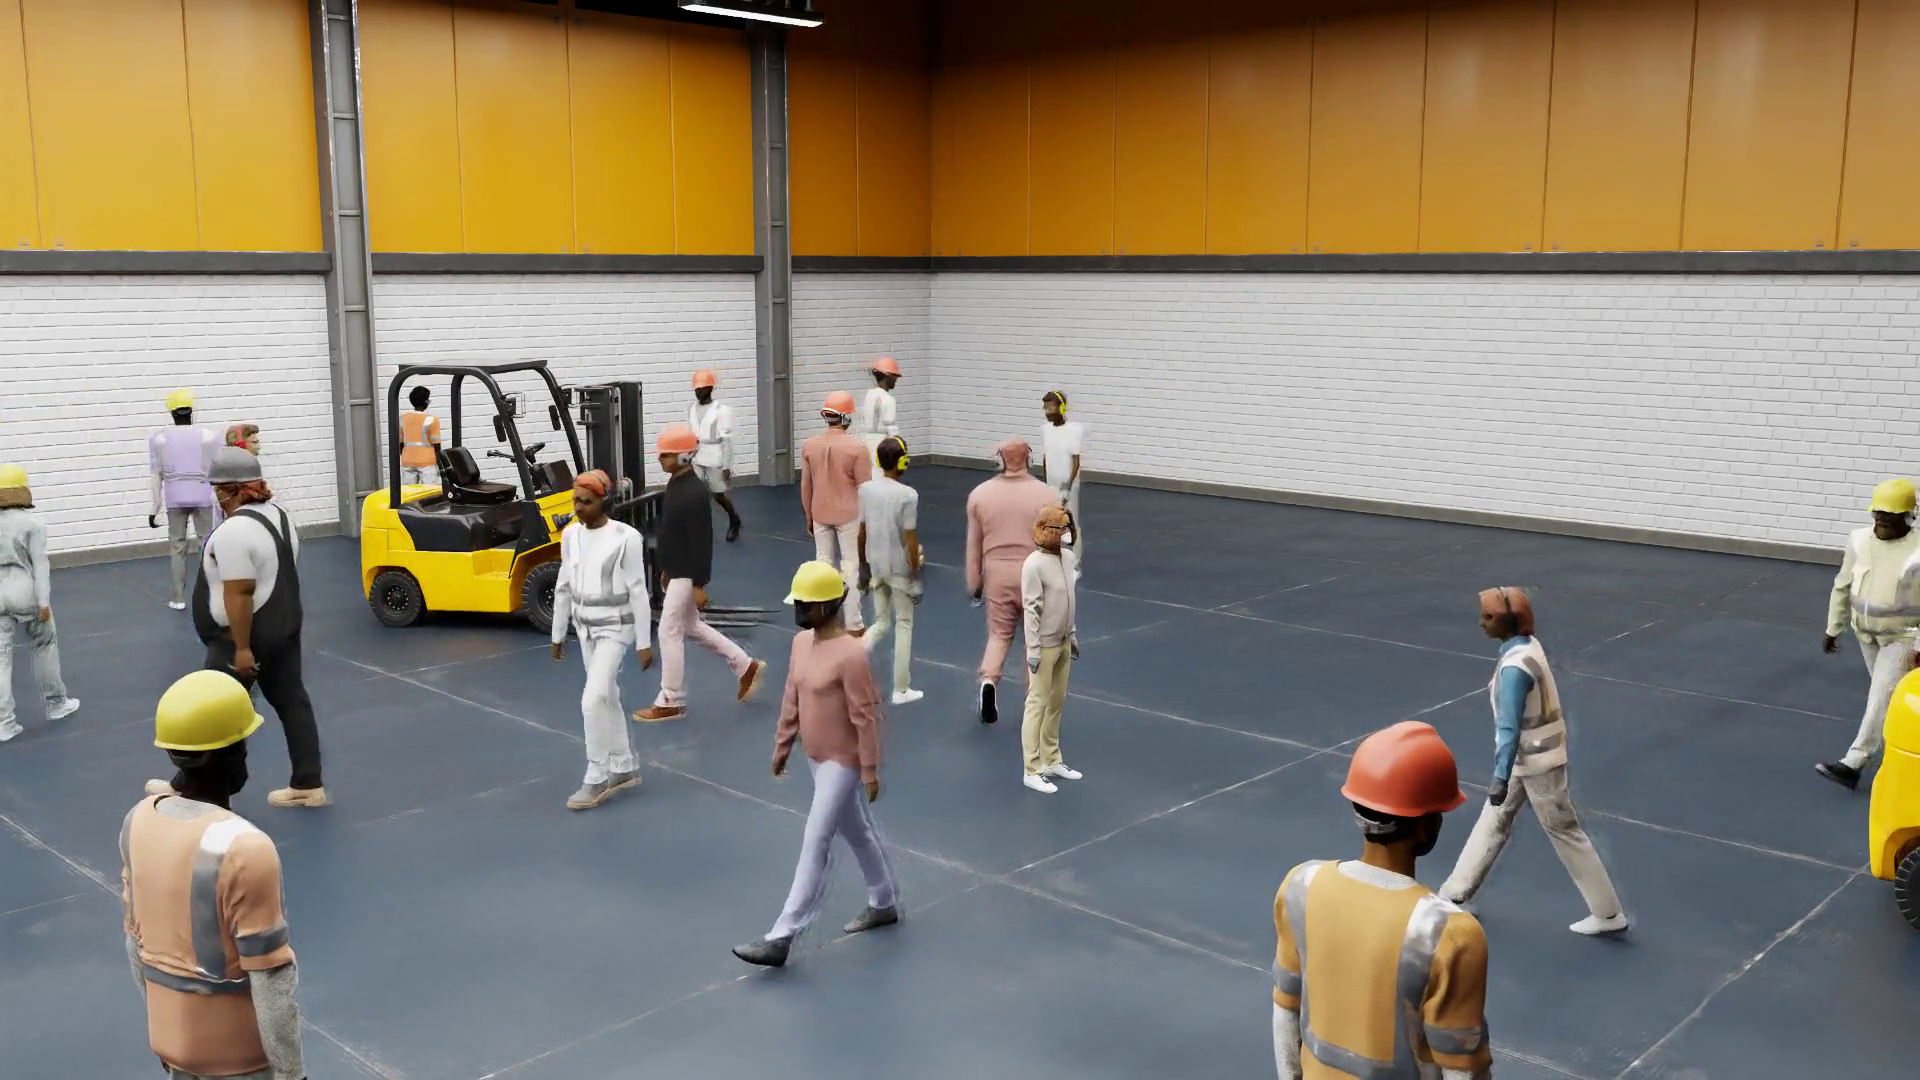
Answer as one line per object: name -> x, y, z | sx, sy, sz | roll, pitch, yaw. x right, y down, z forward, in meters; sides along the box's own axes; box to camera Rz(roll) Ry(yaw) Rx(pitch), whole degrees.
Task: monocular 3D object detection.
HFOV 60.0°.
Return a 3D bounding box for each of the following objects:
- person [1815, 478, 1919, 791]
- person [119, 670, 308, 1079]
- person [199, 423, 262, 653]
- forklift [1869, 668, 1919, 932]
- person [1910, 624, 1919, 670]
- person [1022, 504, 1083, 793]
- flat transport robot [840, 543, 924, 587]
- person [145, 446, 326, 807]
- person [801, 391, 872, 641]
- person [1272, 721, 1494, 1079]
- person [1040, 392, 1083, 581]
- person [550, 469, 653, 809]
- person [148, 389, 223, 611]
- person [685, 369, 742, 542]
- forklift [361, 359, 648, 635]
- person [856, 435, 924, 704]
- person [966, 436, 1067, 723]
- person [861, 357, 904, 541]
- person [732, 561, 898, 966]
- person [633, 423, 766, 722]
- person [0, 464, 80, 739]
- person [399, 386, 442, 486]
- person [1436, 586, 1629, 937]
person -> 5.284, 0.527, 9.488 | 0.979, 1.777, 0.627 | -4, 10, -23
person -> -1.920, 1.287, 4.356 | 0.594, 1.930, 0.353 | 6, 11, 32
person -> -5.246, 0.063, 12.146 | 0.502, 1.834, 0.583 | -4, 10, -21
forklift -> 5.205, 0.723, 7.013 | 2.313, 2.155, 1.214 | 9, 13, 43
person -> 5.508, 0.591, 9.028 | 0.799, 1.803, 0.598 | -1, 9, -6
person -> 0.523, 0.602, 9.464 | 0.277, 1.633, 0.507 | 6, 11, 32
flat transport robot -> -0.753, 0.228, 15.919 | 0.652, 0.197, 1.431 | 1, 9, 6
person -> -3.954, 0.471, 9.021 | 0.974, 2.000, 0.709 | 1, 9, 6
person -> -0.958, -0.183, 13.174 | 0.620, 1.994, 0.381 | 4, 10, 23
person -> 0.983, 1.366, 3.855 | 0.357, 1.937, 0.550 | -8, 12, -42
person -> 0.889, -0.458, 15.413 | 0.482, 1.809, 0.962 | 6, 11, 33
person -> -2.041, 0.543, 9.133 | 0.617, 1.856, 0.730 | 7, 11, 36
person -> -6.664, -0.336, 14.371 | 0.647, 1.913, 0.371 | -4, 10, -21
person -> -2.628, -0.858, 17.593 | 0.550, 1.913, 0.866 | 4, 10, 23
forklift -> -3.850, -0.407, 13.936 | 2.313, 2.155, 1.214 | 2, 9, 11
person -> -0.502, 0.225, 11.124 | 0.523, 1.854, 0.630 | 7, 11, 36
person -> 0.359, 0.270, 10.773 | 0.675, 1.877, 0.703 | 3, 10, 17
person -> -0.731, -0.929, 17.704 | 0.851, 2.003, 0.649 | -4, 10, -24
person -> -0.609, 0.940, 7.145 | 0.920, 1.716, 0.552 | -6, 11, -34
person -> -1.727, 0.199, 10.935 | 0.849, 1.967, 0.625 | -3, 10, -17
person -> -5.994, 0.368, 10.637 | 0.506, 1.709, 0.810 | 0, 9, -2
person -> -5.840, -0.818, 18.015 | 0.537, 1.690, 0.320 | 2, 10, 15
person -> 2.529, 0.981, 7.339 | 0.934, 1.566, 0.520 | 3, 10, 17
